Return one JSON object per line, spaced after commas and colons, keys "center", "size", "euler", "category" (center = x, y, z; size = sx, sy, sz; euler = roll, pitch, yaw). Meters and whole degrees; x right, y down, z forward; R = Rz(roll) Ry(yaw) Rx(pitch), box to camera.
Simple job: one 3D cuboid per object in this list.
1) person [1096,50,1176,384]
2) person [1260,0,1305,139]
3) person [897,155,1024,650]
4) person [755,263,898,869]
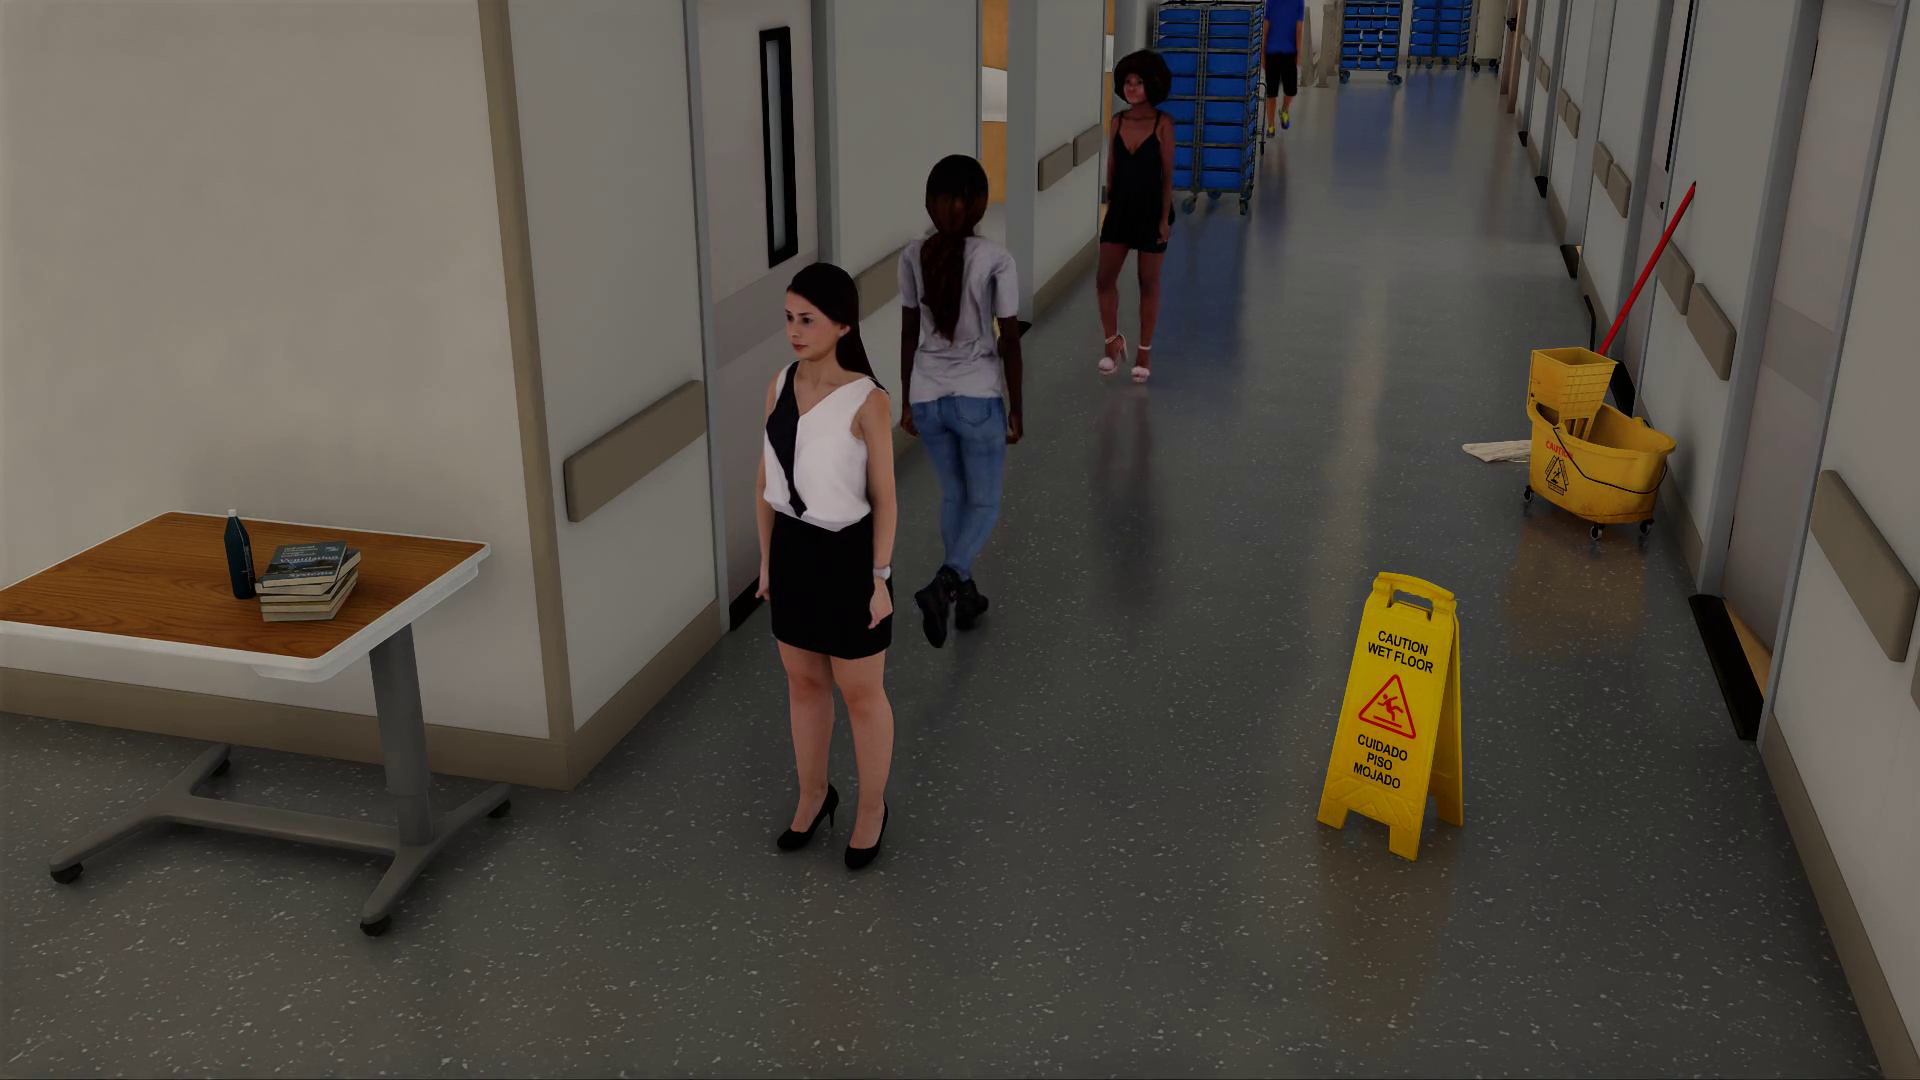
{"center": [0.998, -1.740, 9.042], "size": [0.577, 1.778, 0.642], "euler": [8, 22, 20], "category": "person"}
{"center": [3.653, -5.544, 18.979], "size": [0.656, 1.853, 0.846], "euler": [3, 21, 9], "category": "person"}
{"center": [-0.036, -0.419, 5.662], "size": [0.643, 1.701, 0.955], "euler": [7, 22, 18], "category": "person"}
{"center": [-0.342, 0.091, 4.389], "size": [0.606, 1.649, 0.580], "euler": [11, 24, 27], "category": "person"}
